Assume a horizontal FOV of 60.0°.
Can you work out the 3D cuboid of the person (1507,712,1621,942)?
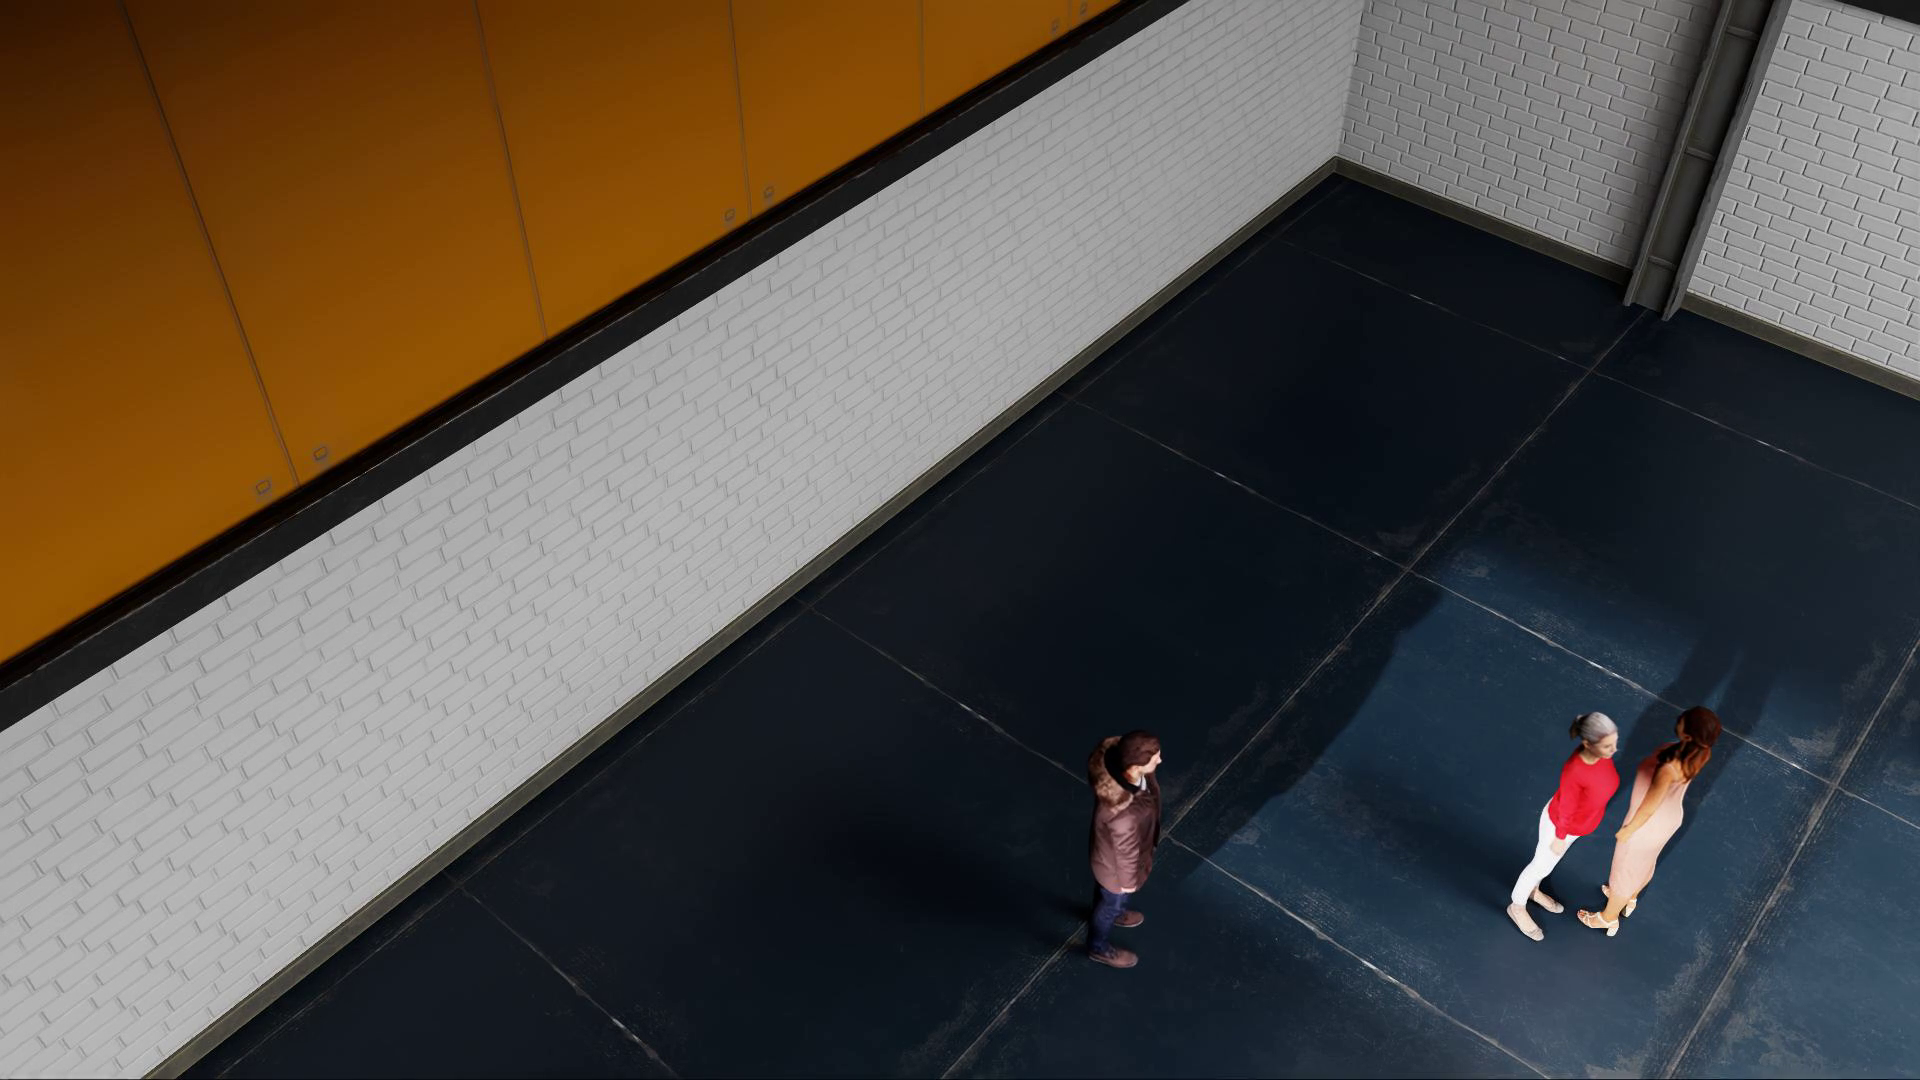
[{"bbox_3d":[3.334,1.549,9.162,0.550,1.694,0.546,33,52,29],"label":"person"}]

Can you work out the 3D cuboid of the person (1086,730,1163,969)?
[{"bbox_3d":[0.855,1.645,8.954,0.880,1.842,0.861,4,44,4],"label":"person"}]

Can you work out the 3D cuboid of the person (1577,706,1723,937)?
[{"bbox_3d":[3.785,1.533,9.079,0.611,1.832,0.552,-31,51,-28],"label":"person"}]
